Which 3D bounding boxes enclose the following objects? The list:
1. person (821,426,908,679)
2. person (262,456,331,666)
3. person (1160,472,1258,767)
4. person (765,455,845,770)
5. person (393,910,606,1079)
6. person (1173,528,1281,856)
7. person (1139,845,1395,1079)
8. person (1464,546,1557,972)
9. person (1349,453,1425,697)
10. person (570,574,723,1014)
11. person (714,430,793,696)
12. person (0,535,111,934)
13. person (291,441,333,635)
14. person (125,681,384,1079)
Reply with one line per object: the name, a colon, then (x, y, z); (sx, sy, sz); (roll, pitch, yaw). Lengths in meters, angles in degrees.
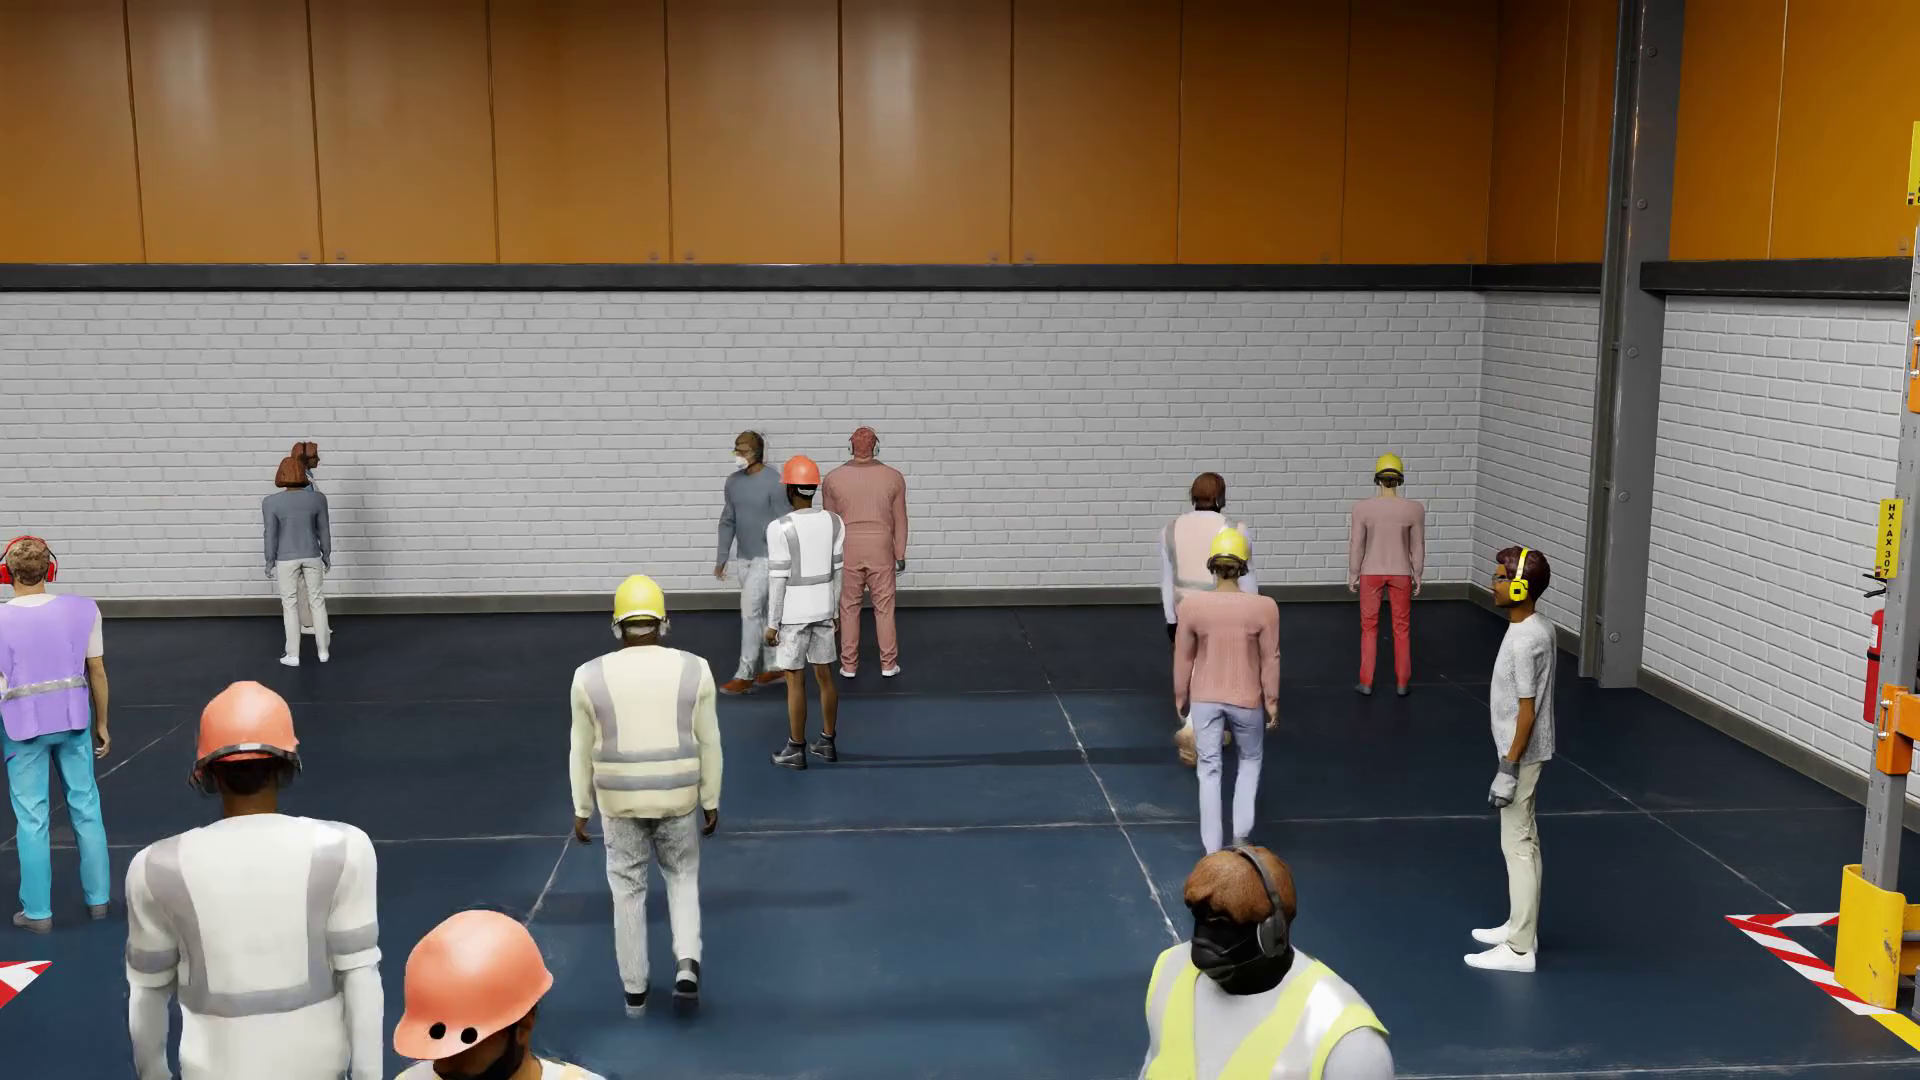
person: (-0.715, 0.099, 12.519); (0.643, 1.908, 0.399); (0, 9, -2)
person: (-5.157, 0.164, 12.960); (0.507, 1.632, 0.265); (-7, 11, -37)
person: (1.527, 0.483, 10.371); (0.624, 1.821, 0.810); (8, 12, 40)
person: (-0.968, 0.445, 10.248); (0.547, 1.938, 0.359); (-8, 12, -41)
person: (-0.821, 1.585, 3.150); (0.581, 1.918, 0.502); (2, 9, 14)
person: (1.364, 0.808, 8.515); (0.546, 1.751, 0.450); (2, 9, 12)
person: (0.626, 1.550, 3.646); (0.430, 1.835, 0.632); (-8, 12, -40)
person: (2.421, 0.952, 7.268); (0.326, 1.874, 0.518); (4, 10, 25)
person: (3.066, 0.254, 11.988); (0.533, 1.765, 0.330); (1, 9, 7)
person: (-1.282, 1.053, 6.813); (0.611, 1.820, 0.485); (-2, 9, -14)
person: (-1.572, 0.170, 12.044); (0.662, 1.910, 0.830); (9, 13, 44)
person: (-4.226, 0.898, 7.685); (0.563, 1.847, 0.387); (-8, 12, -42)
person: (-5.523, -0.016, 14.077); (0.311, 1.639, 0.521); (-5, 10, -29)
person: (-1.831, 1.362, 4.357); (0.624, 1.987, 1.059); (-3, 10, -18)
